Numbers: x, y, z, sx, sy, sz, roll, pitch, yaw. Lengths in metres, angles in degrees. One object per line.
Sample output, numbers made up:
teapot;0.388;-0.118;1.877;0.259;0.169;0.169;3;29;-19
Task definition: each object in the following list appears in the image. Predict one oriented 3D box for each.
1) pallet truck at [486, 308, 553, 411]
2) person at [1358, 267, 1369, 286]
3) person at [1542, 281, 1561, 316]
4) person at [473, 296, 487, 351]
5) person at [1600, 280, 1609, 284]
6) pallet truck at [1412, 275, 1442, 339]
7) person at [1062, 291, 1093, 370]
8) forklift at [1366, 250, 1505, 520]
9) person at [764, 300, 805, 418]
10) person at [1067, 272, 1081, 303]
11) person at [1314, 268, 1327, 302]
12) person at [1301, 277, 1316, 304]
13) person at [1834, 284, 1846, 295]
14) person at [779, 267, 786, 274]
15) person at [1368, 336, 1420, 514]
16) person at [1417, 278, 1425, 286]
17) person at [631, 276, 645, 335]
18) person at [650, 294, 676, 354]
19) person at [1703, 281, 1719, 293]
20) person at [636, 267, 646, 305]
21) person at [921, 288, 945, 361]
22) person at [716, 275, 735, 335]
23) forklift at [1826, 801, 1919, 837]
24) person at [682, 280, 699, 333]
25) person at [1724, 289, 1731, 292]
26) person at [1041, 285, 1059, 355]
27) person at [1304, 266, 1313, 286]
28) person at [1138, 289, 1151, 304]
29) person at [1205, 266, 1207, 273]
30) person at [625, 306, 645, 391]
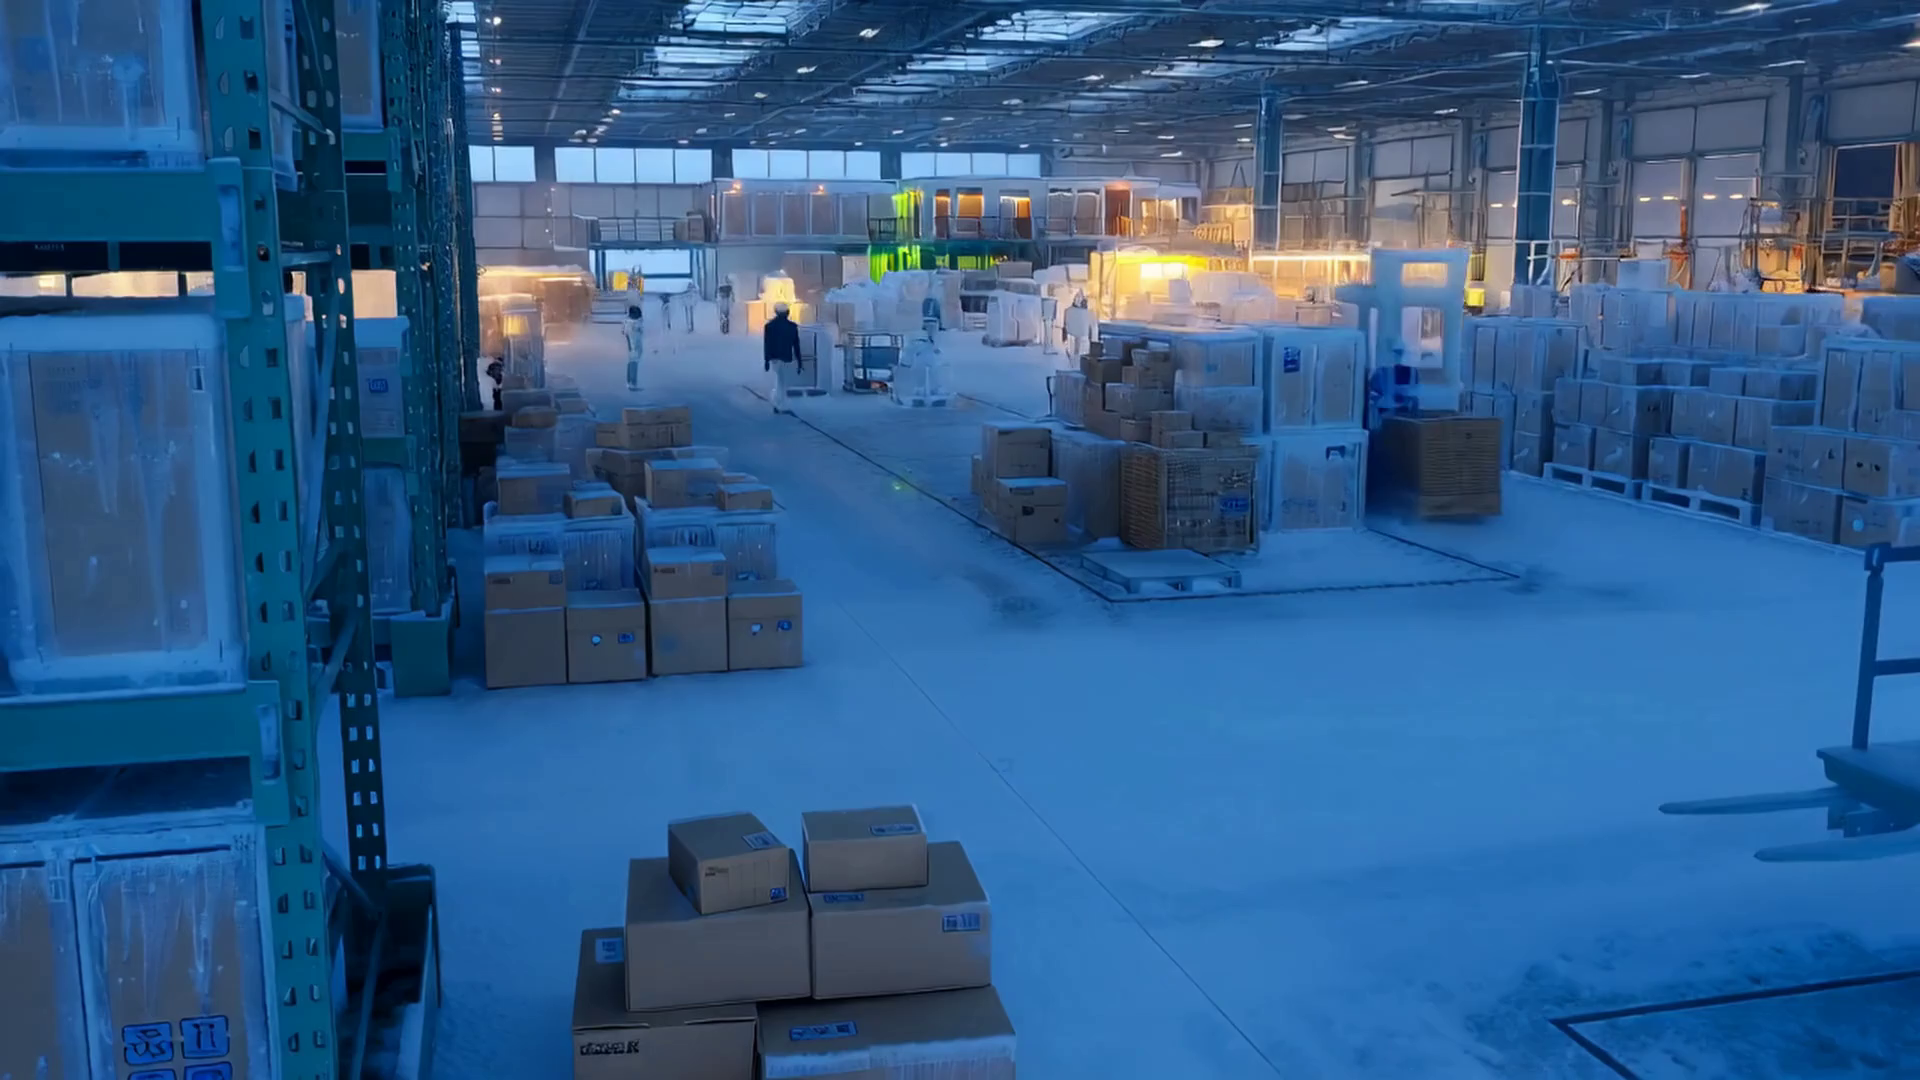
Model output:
pallet truck;-6.242;-2.418;24.362;0.823;1.965;1.885;1;10;3
person;18.013;-11.162;74.068;0.606;1.935;0.409;6;12;29
person;14.212;-5.274;40.415;0.682;2.000;0.537;3;10;17
person;-13.195;-5.989;44.938;0.553;1.885;0.984;5;11;24
person;18.109;-6.377;46.987;0.384;1.922;0.594;0;10;1
pallet truck;14.620;-7.324;52.145;0.823;1.965;1.885;8;13;40
person;2.488;-4.329;35.416;0.646;1.924;0.477;1;10;8
forklift;4.938;-1.715;17.887;1.129;2.768;1.873;-3;10;-16
person;-2.915;-3.043;27.990;0.625;1.952;0.924;-9;13;-41
person;4.366;-9.399;64.225;0.595;1.889;0.851;-1;10;-5
person;17.201;-12.063;79.463;0.623;1.835;0.431;9;14;42
person;11.811;-8.024;56.555;0.526;1.843;0.817;6;11;29
person;22.571;-5.620;42.739;0.695;1.904;0.628;8;13;37
person;-8.236;-11.754;77.451;0.590;1.919;0.396;-2;10;-12
person;4.638;-1.243;17.869;0.545;1.942;0.349;0;10;0
person;15.479;-7.948;56.174;0.621;1.826;0.452;-1;10;-5
person;-10.491;-7.564;53.720;0.577;1.919;0.556;1;10;8
person;-7.858;-5.712;44.128;0.543;1.588;0.845;7;12;33
person;20.482;-6.097;45.380;0.627;1.934;0.371;6;12;31
person;-15.741;-12.496;81.879;0.511;1.838;0.335;7;12;36
person;-0.756;-5.325;41.296;0.973;1.843;0.578;-7;12;-35
person;-7.575;-7.569;53.660;0.645;1.946;0.617;-1;10;-3
forklift;5.267;0.105;7.578;1.873;2.768;1.129;-3;10;-15
person;-8.990;-7.791;55.505;0.532;1.754;0.579;-1;10;-8
person;20.881;-5.975;45.346;0.540;1.699;0.316;3;11;19
person;2.386;-5.826;44.063;0.509;1.860;0.334;6;12;32
person;16.134;-11.670;76.805;0.557;1.976;0.635;-1;10;-7
person;4.219;-4.661;37.334;0.961;1.896;0.659;2;10;12
person;11.838;-12.297;80.475;0.362;1.938;0.545;-1;10;-4
person;-6.493;-3.824;33.179;0.318;1.696;0.532;2;10;11
